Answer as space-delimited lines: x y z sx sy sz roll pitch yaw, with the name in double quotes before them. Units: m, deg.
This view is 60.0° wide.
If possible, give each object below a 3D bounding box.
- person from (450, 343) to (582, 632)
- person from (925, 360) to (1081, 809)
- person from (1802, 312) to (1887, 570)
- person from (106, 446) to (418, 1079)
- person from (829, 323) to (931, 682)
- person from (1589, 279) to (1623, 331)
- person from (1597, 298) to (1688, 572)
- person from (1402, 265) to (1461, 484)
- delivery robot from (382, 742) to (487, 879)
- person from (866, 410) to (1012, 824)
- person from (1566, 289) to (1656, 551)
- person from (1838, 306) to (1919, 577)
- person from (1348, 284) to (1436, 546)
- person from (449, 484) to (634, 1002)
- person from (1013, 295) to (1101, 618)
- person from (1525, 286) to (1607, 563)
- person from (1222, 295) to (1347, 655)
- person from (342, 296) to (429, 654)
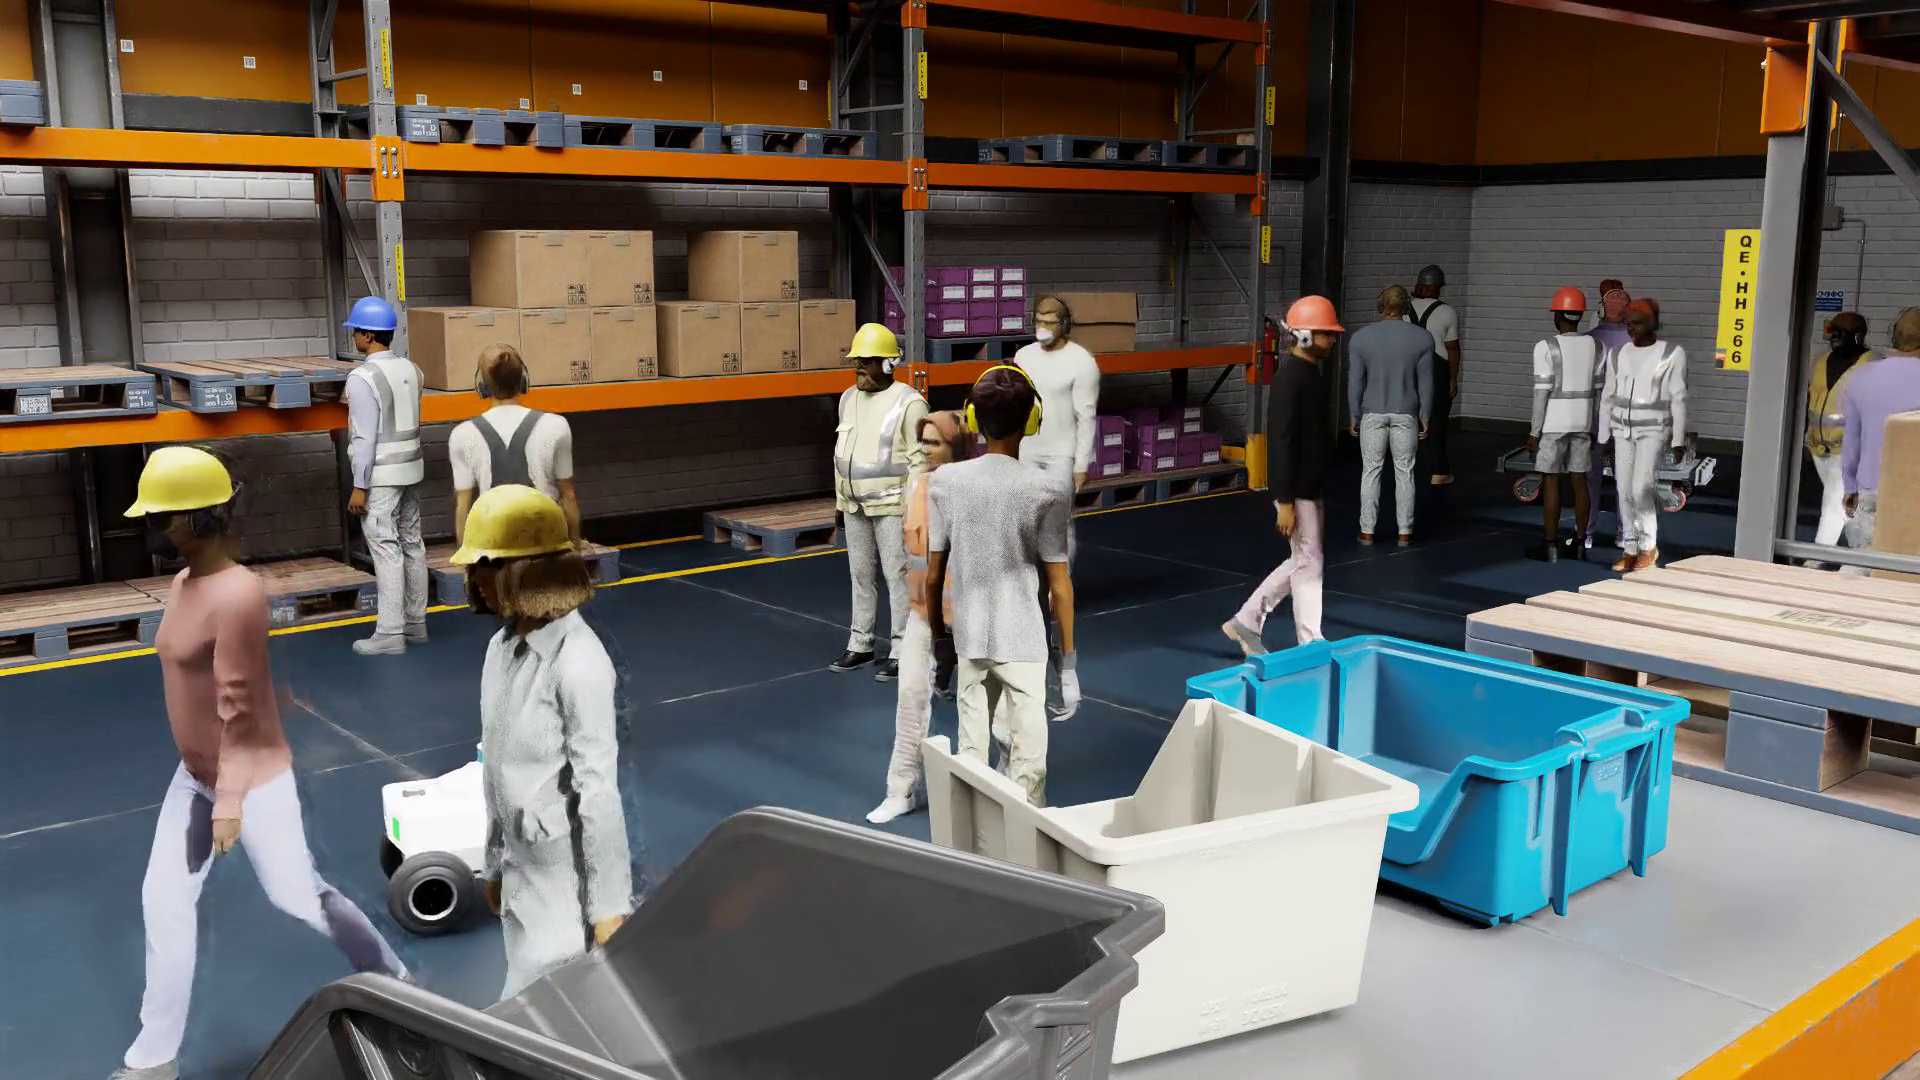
"person" -1.871 0.082 7.053 0.531 1.821 0.681 -1 10 -8
"person" 0.142 0.369 5.285 0.532 1.876 0.319 5 11 26
"person" 5.922 -0.626 11.109 0.974 1.800 0.623 -4 11 -22
"person" -1.901 0.601 4.424 0.884 1.730 0.537 -10 14 -44
"person" -0.431 -0.193 8.553 0.590 1.833 0.403 8 13 38
"person" 6.371 -1.620 16.408 0.355 1.882 0.576 0 10 2
"person" 4.579 -0.692 11.238 0.452 1.868 0.590 -8 13 -36
"person" 4.376 -1.548 15.563 0.679 2.000 0.537 8 13 38
"delivery robot" -1.570 0.922 5.627 0.707 0.478 0.477 -4 11 -22
"person" -0.016 0.274 6.589 0.526 1.599 0.837 8 13 39
"person" 4.721 -0.867 12.119 0.643 1.909 0.410 0 10 2
"person" 4.812 -0.247 8.628 0.654 1.919 0.631 -4 11 -23
"person" 3.175 -0.915 12.301 0.630 1.940 0.373 3 10 14
"person" -0.917 0.737 3.614 0.362 1.728 0.517 -7 12 -35
"person" 0.526 -0.480 9.878 0.662 1.928 0.463 9 13 40
"person" 4.231 -0.806 11.692 0.547 1.937 0.379 -2 10 -13
"person" 1.729 -0.268 8.577 0.683 1.985 0.629 5 11 24
"person" -3.141 -0.350 9.104 0.383 1.951 0.605 2 10 10
